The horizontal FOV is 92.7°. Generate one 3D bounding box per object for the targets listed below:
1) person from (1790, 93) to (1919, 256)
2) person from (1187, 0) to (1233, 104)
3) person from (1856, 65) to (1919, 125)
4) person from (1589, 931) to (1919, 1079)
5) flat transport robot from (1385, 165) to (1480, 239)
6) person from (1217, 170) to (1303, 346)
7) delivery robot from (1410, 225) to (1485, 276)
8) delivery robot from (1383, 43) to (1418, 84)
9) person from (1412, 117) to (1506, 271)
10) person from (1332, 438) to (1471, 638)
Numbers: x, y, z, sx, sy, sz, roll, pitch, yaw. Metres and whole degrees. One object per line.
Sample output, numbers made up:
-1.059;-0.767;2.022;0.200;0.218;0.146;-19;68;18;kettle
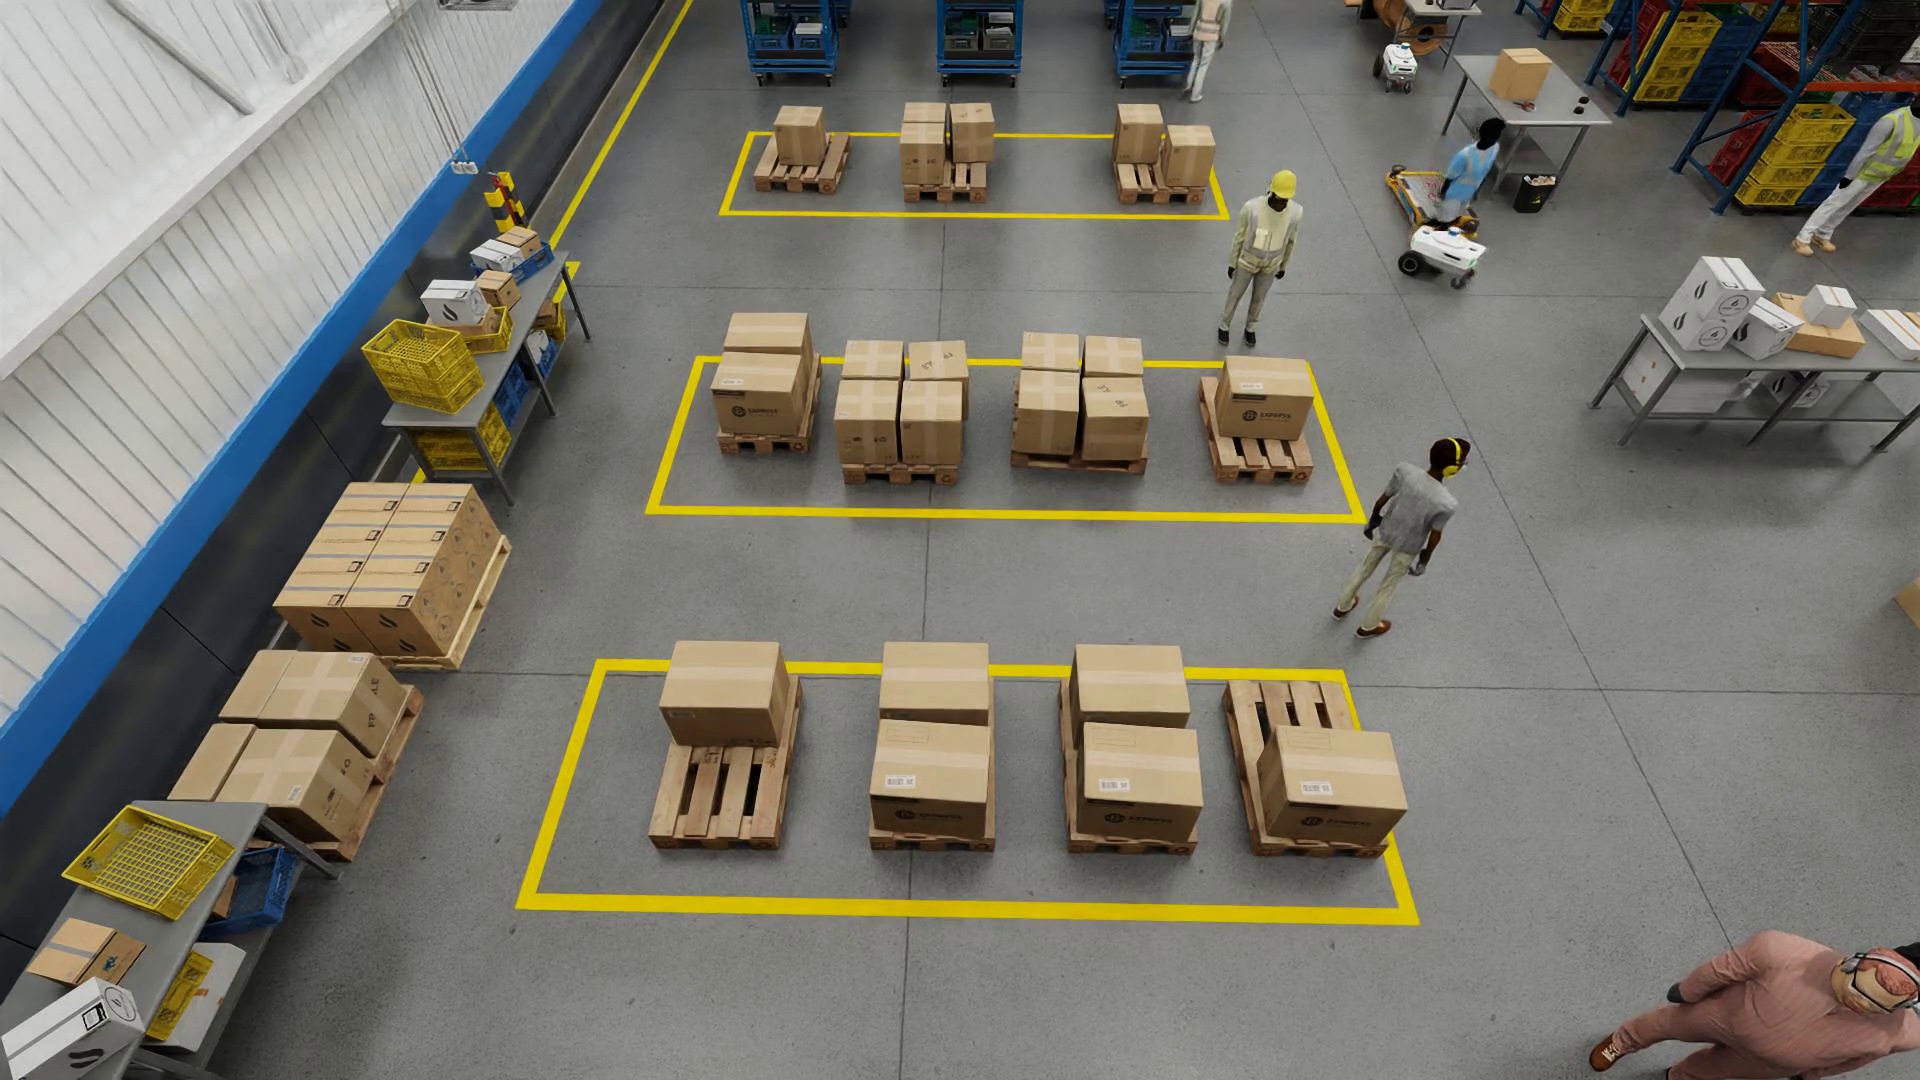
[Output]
9.866;-3.974;9.923;0.632;1.842;0.429;-11;50;-9;person
3.398;-6.913;12.619;0.523;1.605;0.509;27;54;21;person
11.563;-5.543;11.233;0.543;1.909;0.649;-3;49;-3;person
3.801;2.358;4.400;0.651;1.907;0.409;34;57;26;person
5.692;-4.094;11.059;0.652;0.197;1.431;1;49;1;flat transport robot
2.885;-2.687;8.823;0.594;1.827;0.403;2;49;2;person
5.319;-3.184;10.024;0.707;0.478;0.477;33;57;25;delivery robot
6.366;-6.920;13.259;0.477;0.478;0.707;5;49;5;delivery robot
5.309;-3.768;9.851;0.548;1.672;0.564;-21;52;-17;person
3.100;-0.002;6.470;0.323;1.865;0.518;-26;54;-20;person
